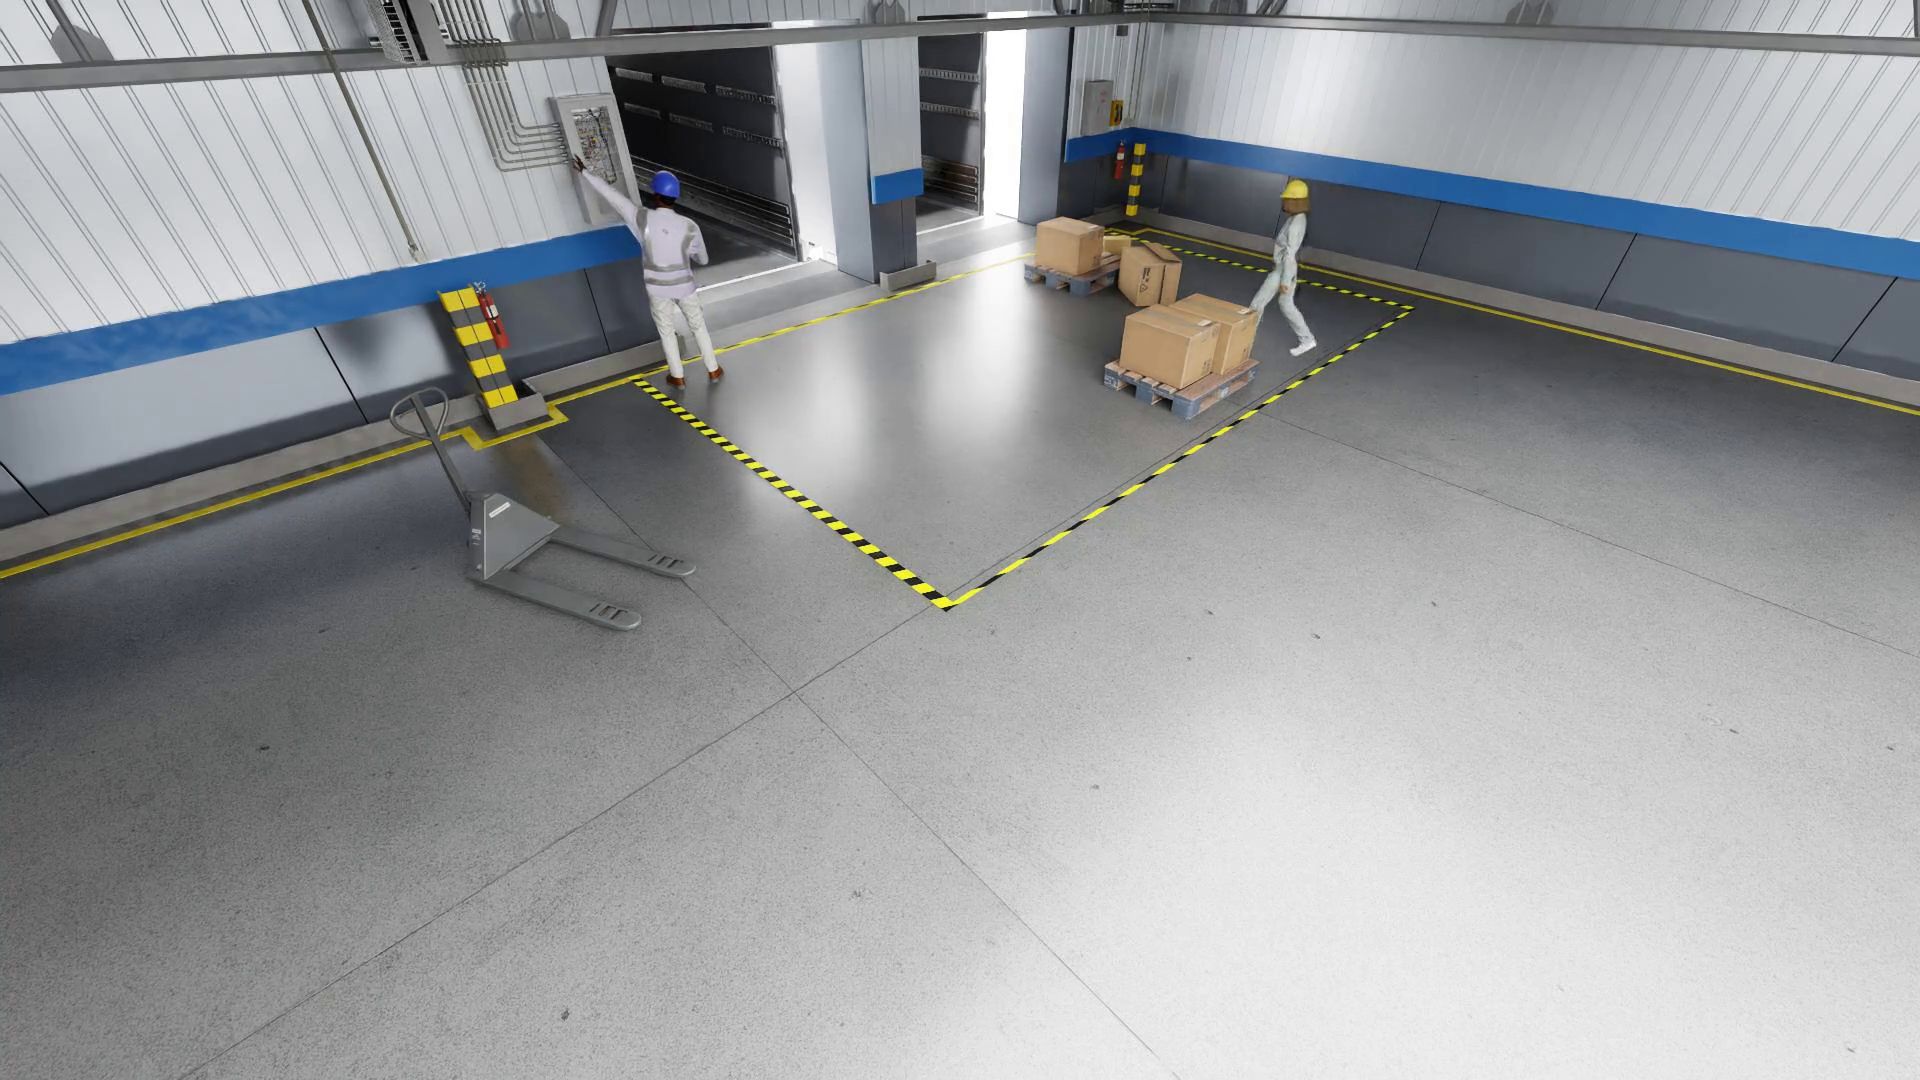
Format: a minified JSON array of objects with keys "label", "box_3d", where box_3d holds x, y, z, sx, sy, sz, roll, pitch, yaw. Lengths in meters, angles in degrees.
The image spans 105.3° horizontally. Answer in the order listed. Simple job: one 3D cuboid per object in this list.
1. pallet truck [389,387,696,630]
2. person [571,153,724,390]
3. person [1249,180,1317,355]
[{"label":"pallet truck","box_3d":[-2.613,-0.247,4.593,1.601,1.201,0.680,14,40,17]},{"label":"person","box_3d":[-2.797,-2.446,6.810,0.927,2.012,0.739,-16,40,-19]},{"label":"person","box_3d":[3.297,-2.682,7.382,0.924,1.697,0.491,17,41,20]}]
